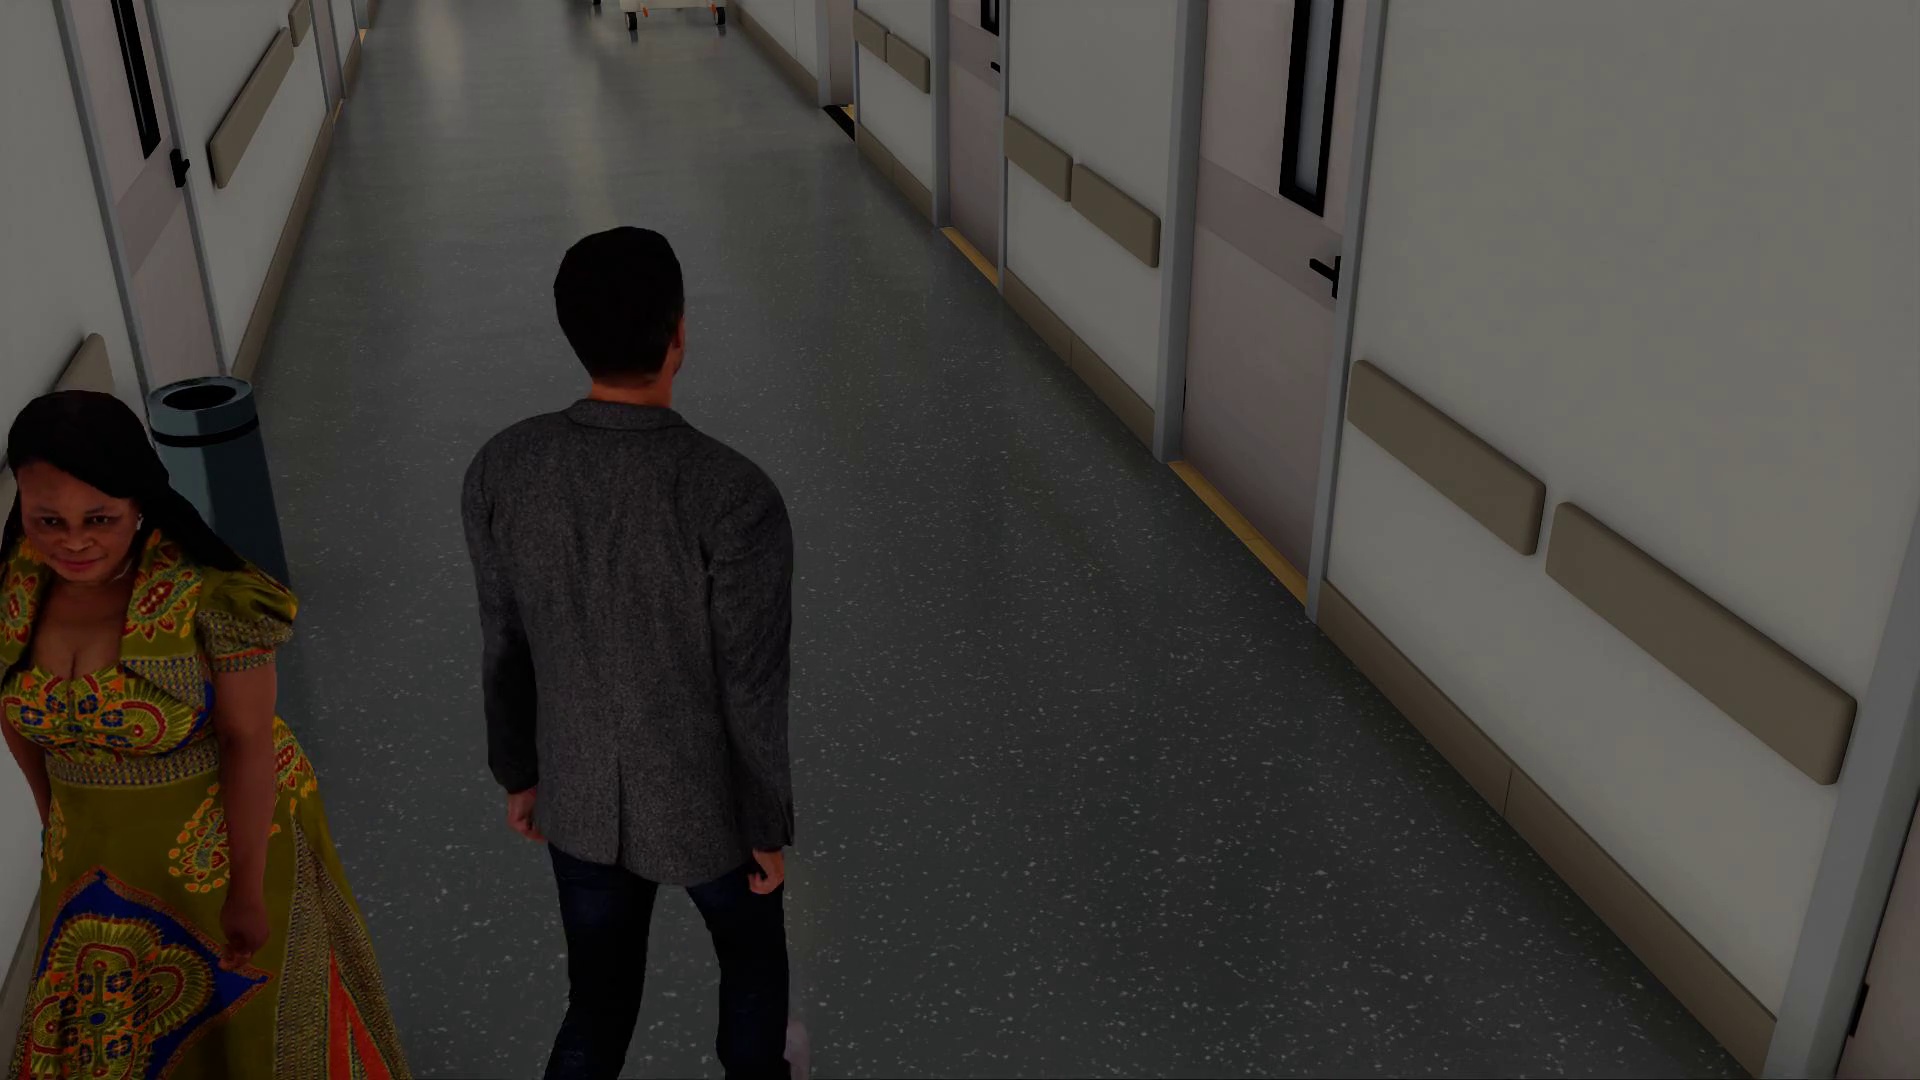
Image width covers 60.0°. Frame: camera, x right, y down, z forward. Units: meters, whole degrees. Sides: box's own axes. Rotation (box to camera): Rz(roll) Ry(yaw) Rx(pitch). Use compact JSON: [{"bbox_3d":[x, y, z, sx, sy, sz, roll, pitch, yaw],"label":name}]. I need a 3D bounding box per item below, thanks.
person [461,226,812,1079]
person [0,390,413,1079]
[{"bbox_3d":[-0.520,0.471,2.647,1.225,1.837,1.099,5,26,9],"label":"person"},{"bbox_3d":[-1.297,0.489,2.865,1.252,1.616,0.954,-2,26,-4],"label":"person"}]
